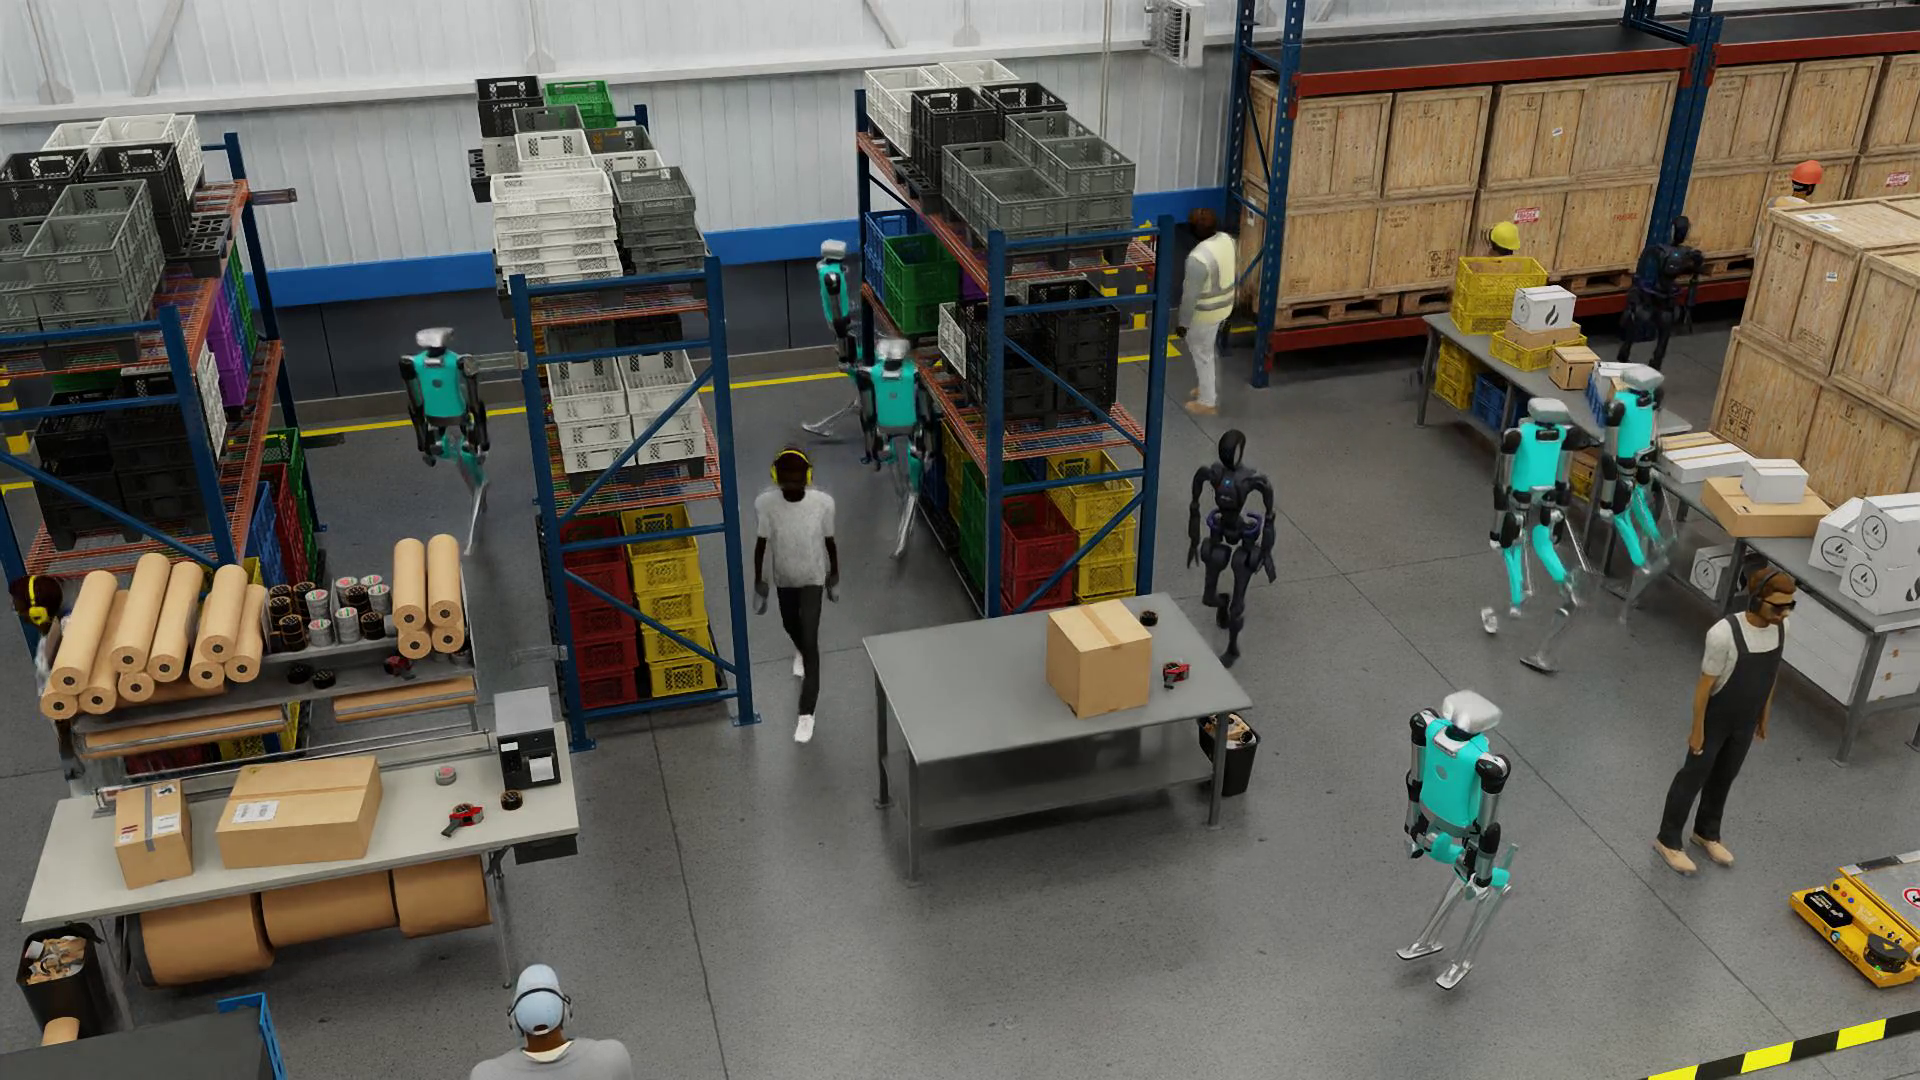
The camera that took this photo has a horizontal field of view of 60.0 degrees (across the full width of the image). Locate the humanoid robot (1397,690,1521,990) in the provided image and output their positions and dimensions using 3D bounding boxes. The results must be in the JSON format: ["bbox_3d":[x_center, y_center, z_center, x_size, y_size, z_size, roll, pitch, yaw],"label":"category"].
[{"bbox_3d":[2.475,1.386,7.973,0.735,1.680,0.533,-17,33,-28],"label":"humanoid robot"}]

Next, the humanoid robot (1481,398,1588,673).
[{"bbox_3d":[3.735,0.032,10.609,0.545,1.748,0.965,-6,29,-11],"label":"humanoid robot"}]

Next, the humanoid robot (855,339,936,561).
[{"bbox_3d":[-0.412,-0.740,12.006,0.550,1.729,0.988,3,29,5],"label":"humanoid robot"}]

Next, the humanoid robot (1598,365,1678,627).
[{"bbox_3d":[4.602,-0.232,11.092,0.530,1.814,0.748,-19,34,-31],"label":"humanoid robot"}]

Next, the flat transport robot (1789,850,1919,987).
[{"bbox_3d":[5.163,1.916,8.676,1.431,0.231,0.659,-8,30,-14],"label":"flat transport robot"}]

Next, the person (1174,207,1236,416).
[{"bbox_3d":[2.034,-1.919,14.045,0.520,1.819,0.651,18,33,29],"label":"person"}]

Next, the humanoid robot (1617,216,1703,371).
[{"bbox_3d":[6.041,-2.041,14.418,0.601,1.647,0.445,5,29,8],"label":"humanoid robot"}]

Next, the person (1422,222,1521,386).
[{"bbox_3d":[4.391,-1.914,14.122,0.653,1.721,0.569,4,29,8],"label":"person"}]

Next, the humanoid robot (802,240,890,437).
[{"bbox_3d":[-0.818,-1.604,13.552,1.018,1.732,0.542,-4,29,-7],"label":"humanoid robot"}]

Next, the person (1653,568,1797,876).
[{"bbox_3d":[4.072,0.951,8.807,0.501,1.840,0.338,-10,30,-17],"label":"person"}]

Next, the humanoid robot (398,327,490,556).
[{"bbox_3d":[-3.639,-0.837,12.179,0.539,1.771,0.932,-1,29,-1],"label":"humanoid robot"}]

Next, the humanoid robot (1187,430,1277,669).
[{"bbox_3d":[1.782,-0.003,10.706,0.608,1.643,0.526,12,31,21],"label":"humanoid robot"}]

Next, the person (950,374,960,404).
[{"bbox_3d":[0.037,-1.710,13.558,0.387,1.921,0.594,0,29,0],"label":"person"}]

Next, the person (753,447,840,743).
[{"bbox_3d":[-0.993,0.215,10.163,0.513,1.820,0.961,2,29,4],"label":"person"}]

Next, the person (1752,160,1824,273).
[{"bbox_3d":[7.358,-2.436,14.862,0.356,1.935,0.550,-17,33,-29],"label":"person"}]

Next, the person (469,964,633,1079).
[{"bbox_3d":[-1.475,2.342,6.257,0.588,1.852,0.372,-8,30,-14],"label":"person"}]

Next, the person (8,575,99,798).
[{"bbox_3d":[-4.569,0.988,8.723,0.705,1.849,0.521,-5,29,-8],"label":"person"}]
